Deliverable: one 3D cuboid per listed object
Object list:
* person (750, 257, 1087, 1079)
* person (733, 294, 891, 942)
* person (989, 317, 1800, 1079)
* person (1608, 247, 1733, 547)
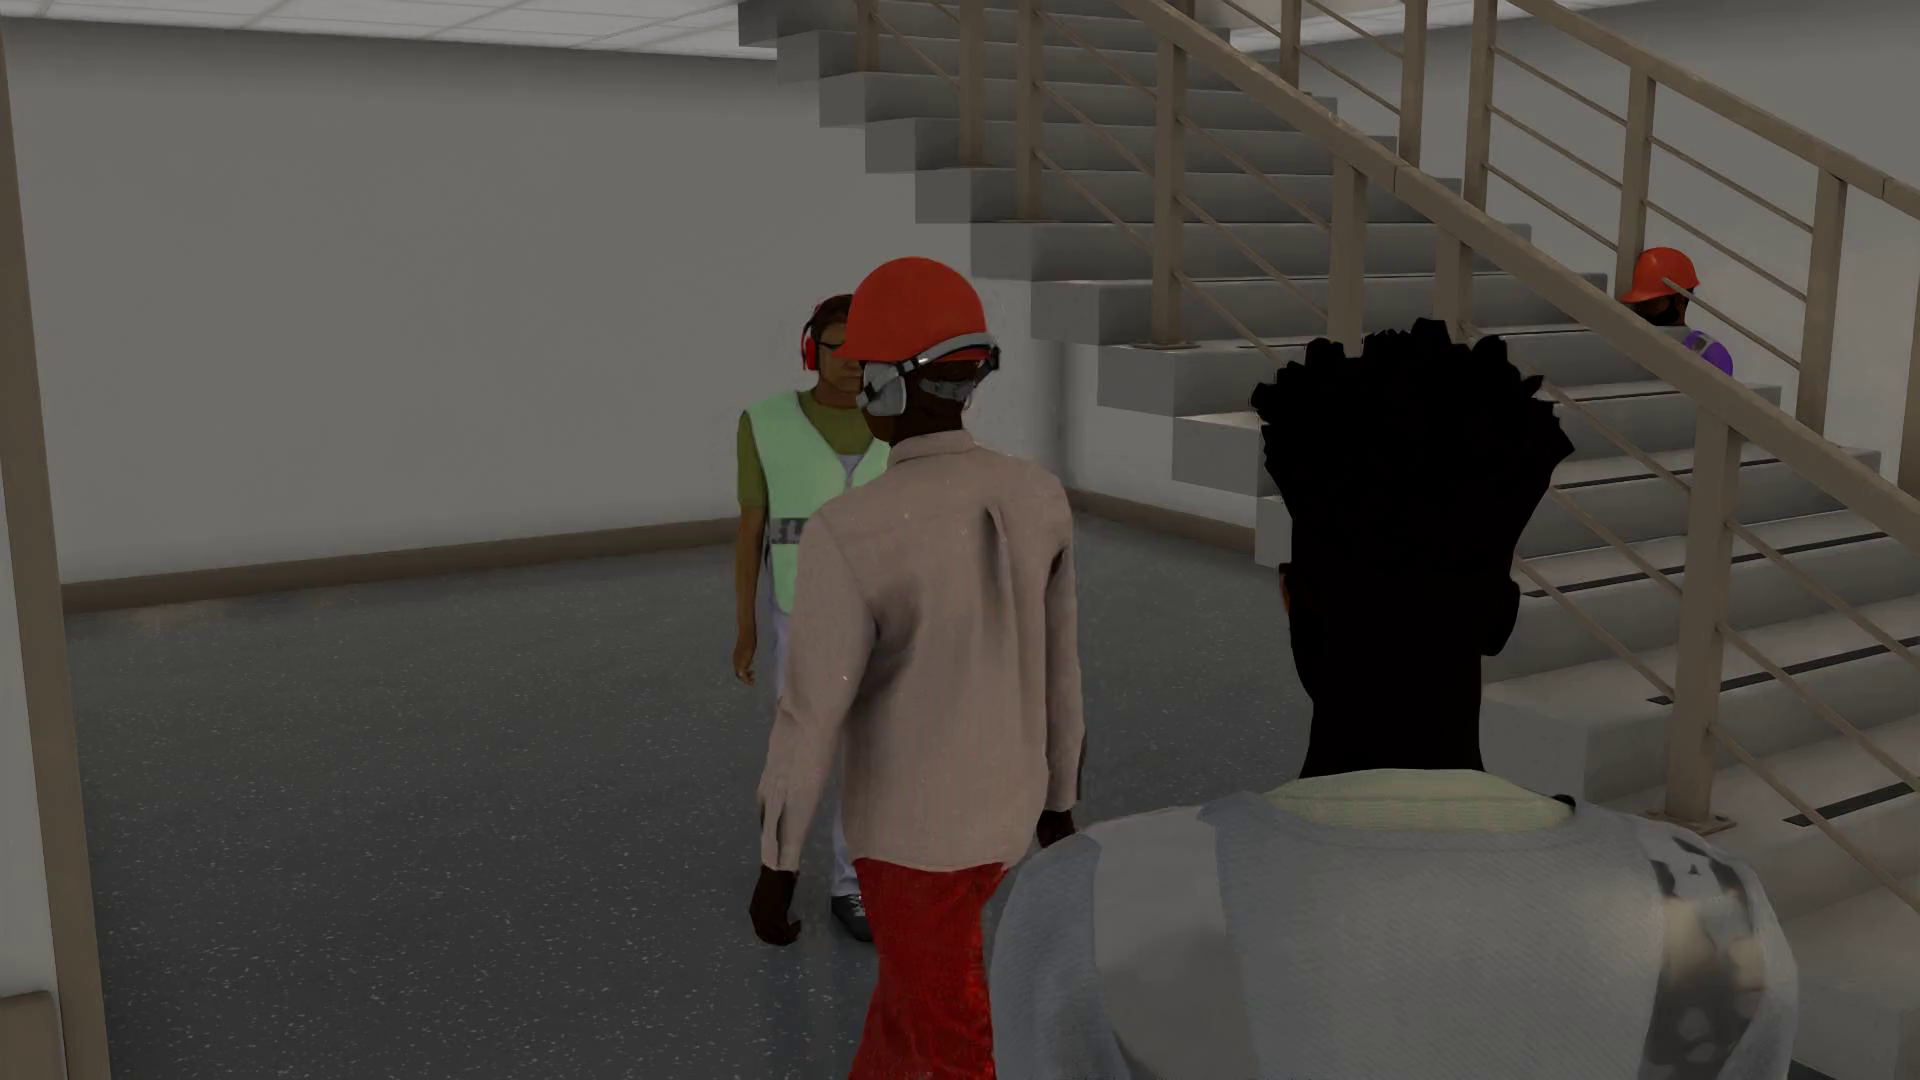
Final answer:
[{"bbox_3d":[-0.152,0.479,3.042,0.961,1.950,0.647,9,14,39],"label":"person"},{"bbox_3d":[-0.368,0.217,4.752,0.604,1.831,0.457,-5,12,-24],"label":"person"},{"bbox_3d":[0.309,0.807,1.340,0.618,1.953,0.384,-1,11,-6],"label":"person"},{"bbox_3d":[2.807,-0.212,6.758,0.374,1.928,0.543,-5,12,-24],"label":"person"}]
